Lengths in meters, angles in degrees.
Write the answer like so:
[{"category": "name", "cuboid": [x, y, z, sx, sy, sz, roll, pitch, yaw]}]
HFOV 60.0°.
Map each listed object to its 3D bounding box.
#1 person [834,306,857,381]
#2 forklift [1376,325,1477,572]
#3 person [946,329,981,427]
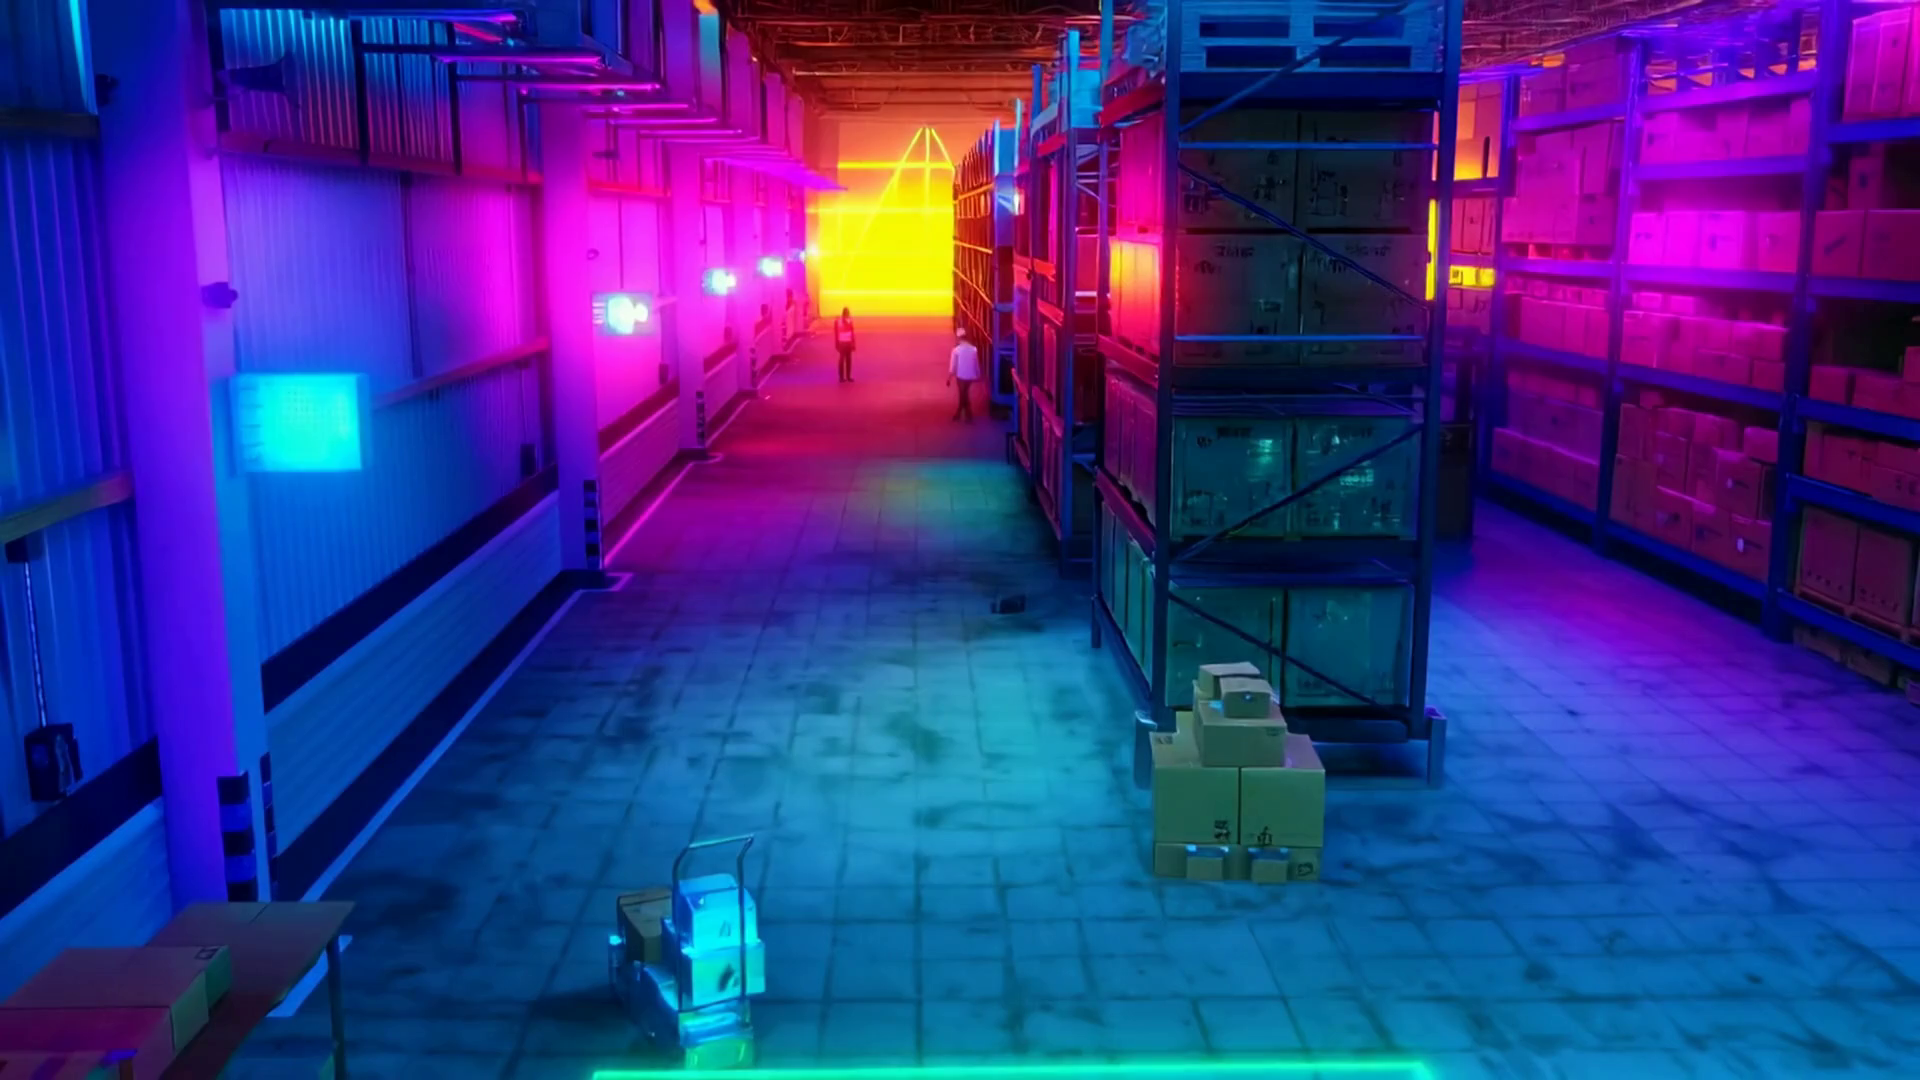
[{"category": "person", "cuboid": [-2.931, -5.010, 42.454, 0.586, 1.913, 0.398, -7, 13, -31]}, {"category": "forklift", "cuboid": [5.639, -1.176, 19.966, 1.129, 2.768, 1.873, 3, 11, 15]}, {"category": "person", "cuboid": [0.052, -3.245, 33.234, 0.694, 1.920, 1.056, -9, 14, -38]}]
